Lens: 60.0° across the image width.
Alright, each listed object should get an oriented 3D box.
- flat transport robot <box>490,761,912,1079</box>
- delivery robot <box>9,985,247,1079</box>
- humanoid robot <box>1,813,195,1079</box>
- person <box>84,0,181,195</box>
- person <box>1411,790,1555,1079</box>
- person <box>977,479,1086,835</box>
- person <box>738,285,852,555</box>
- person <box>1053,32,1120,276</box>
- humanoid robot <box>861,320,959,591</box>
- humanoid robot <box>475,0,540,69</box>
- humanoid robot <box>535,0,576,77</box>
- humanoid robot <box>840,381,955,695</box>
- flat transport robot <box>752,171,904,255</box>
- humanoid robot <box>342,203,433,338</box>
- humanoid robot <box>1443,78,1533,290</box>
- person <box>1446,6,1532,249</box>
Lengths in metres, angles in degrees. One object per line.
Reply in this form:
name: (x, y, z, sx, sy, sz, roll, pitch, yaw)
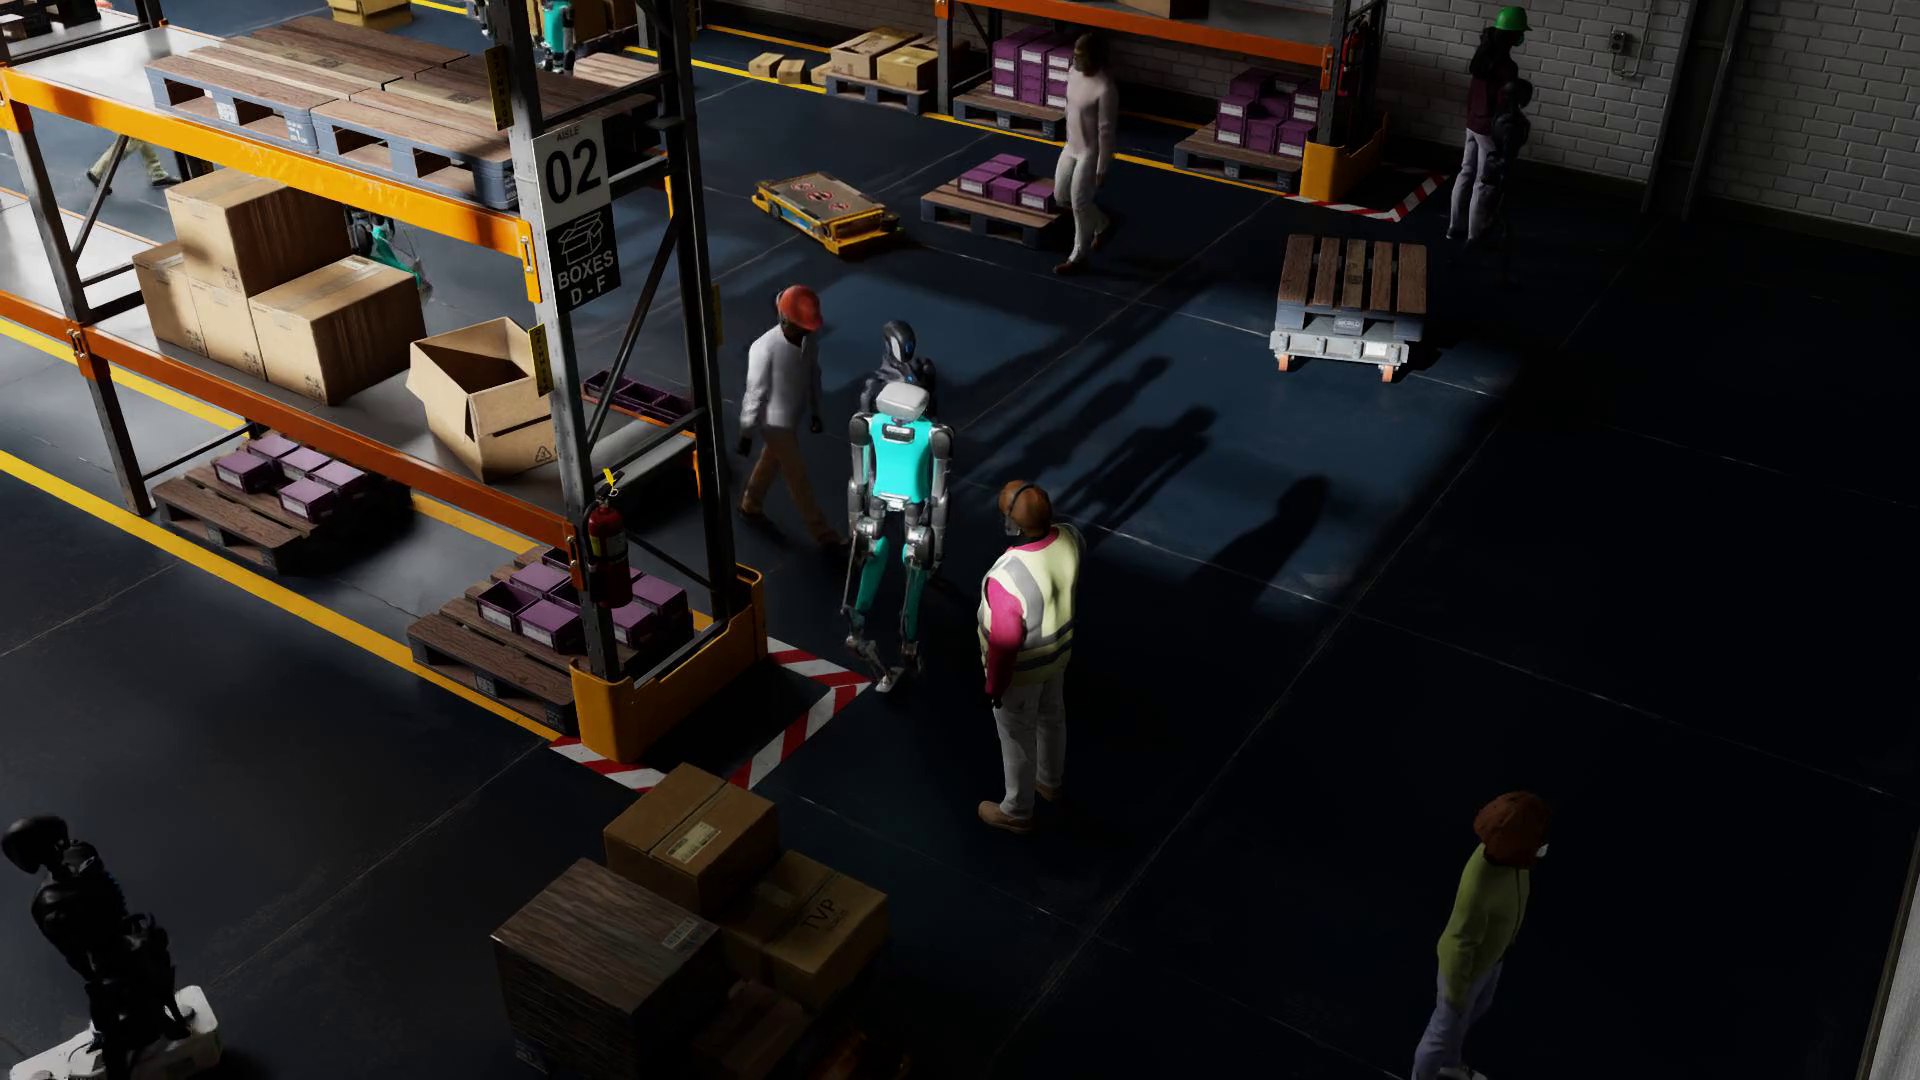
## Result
flat transport robot: (-0.970, 2.017, 6.773, 1.431, 0.231, 0.659, 19, 38, 27)
delivery robot: (-3.200, 2.064, 6.457, 0.790, 0.614, 0.499, -23, 39, -31)
humanoid robot: (-3.039, 1.625, 6.101, 0.450, 1.639, 0.609, -10, 34, -14)
person: (-7.348, -3.828, 14.429, 0.712, 1.717, 0.579, -11, 35, -16)
person: (1.939, 1.566, 6.220, 0.283, 1.628, 0.497, 24, 40, 32)
person: (0.294, 0.537, 7.608, 0.429, 1.839, 0.632, 22, 39, 30)
person: (-0.992, -0.703, 9.659, 0.931, 1.672, 0.611, 16, 36, 23)
person: (1.018, -3.009, 12.976, 0.539, 1.926, 0.634, -14, 36, -21)
humanoid robot: (-0.338, -0.476, 9.355, 0.591, 1.635, 0.739, -27, 42, -35)
humanoid robot: (-4.383, -5.058, 16.338, 0.691, 1.828, 0.532, 24, 40, 32)
humanoid robot: (-3.683, -3.999, 14.694, 0.669, 1.816, 0.549, -20, 38, -28)
humanoid robot: (-0.353, 0.142, 8.349, 0.556, 1.838, 0.671, 8, 34, 12)
flat transport robot: (-1.143, -2.809, 14.191, 0.659, 0.231, 1.431, -21, 39, -29)
humanoid robot: (-4.046, -2.135, 11.837, 0.827, 1.801, 0.541, 6, 34, 9)
humanoid robot: (4.201, -2.787, 12.928, 0.709, 1.646, 0.609, 11, 35, 16)
person: (4.255, -3.320, 13.437, 0.421, 1.949, 0.489, -10, 34, -15)
